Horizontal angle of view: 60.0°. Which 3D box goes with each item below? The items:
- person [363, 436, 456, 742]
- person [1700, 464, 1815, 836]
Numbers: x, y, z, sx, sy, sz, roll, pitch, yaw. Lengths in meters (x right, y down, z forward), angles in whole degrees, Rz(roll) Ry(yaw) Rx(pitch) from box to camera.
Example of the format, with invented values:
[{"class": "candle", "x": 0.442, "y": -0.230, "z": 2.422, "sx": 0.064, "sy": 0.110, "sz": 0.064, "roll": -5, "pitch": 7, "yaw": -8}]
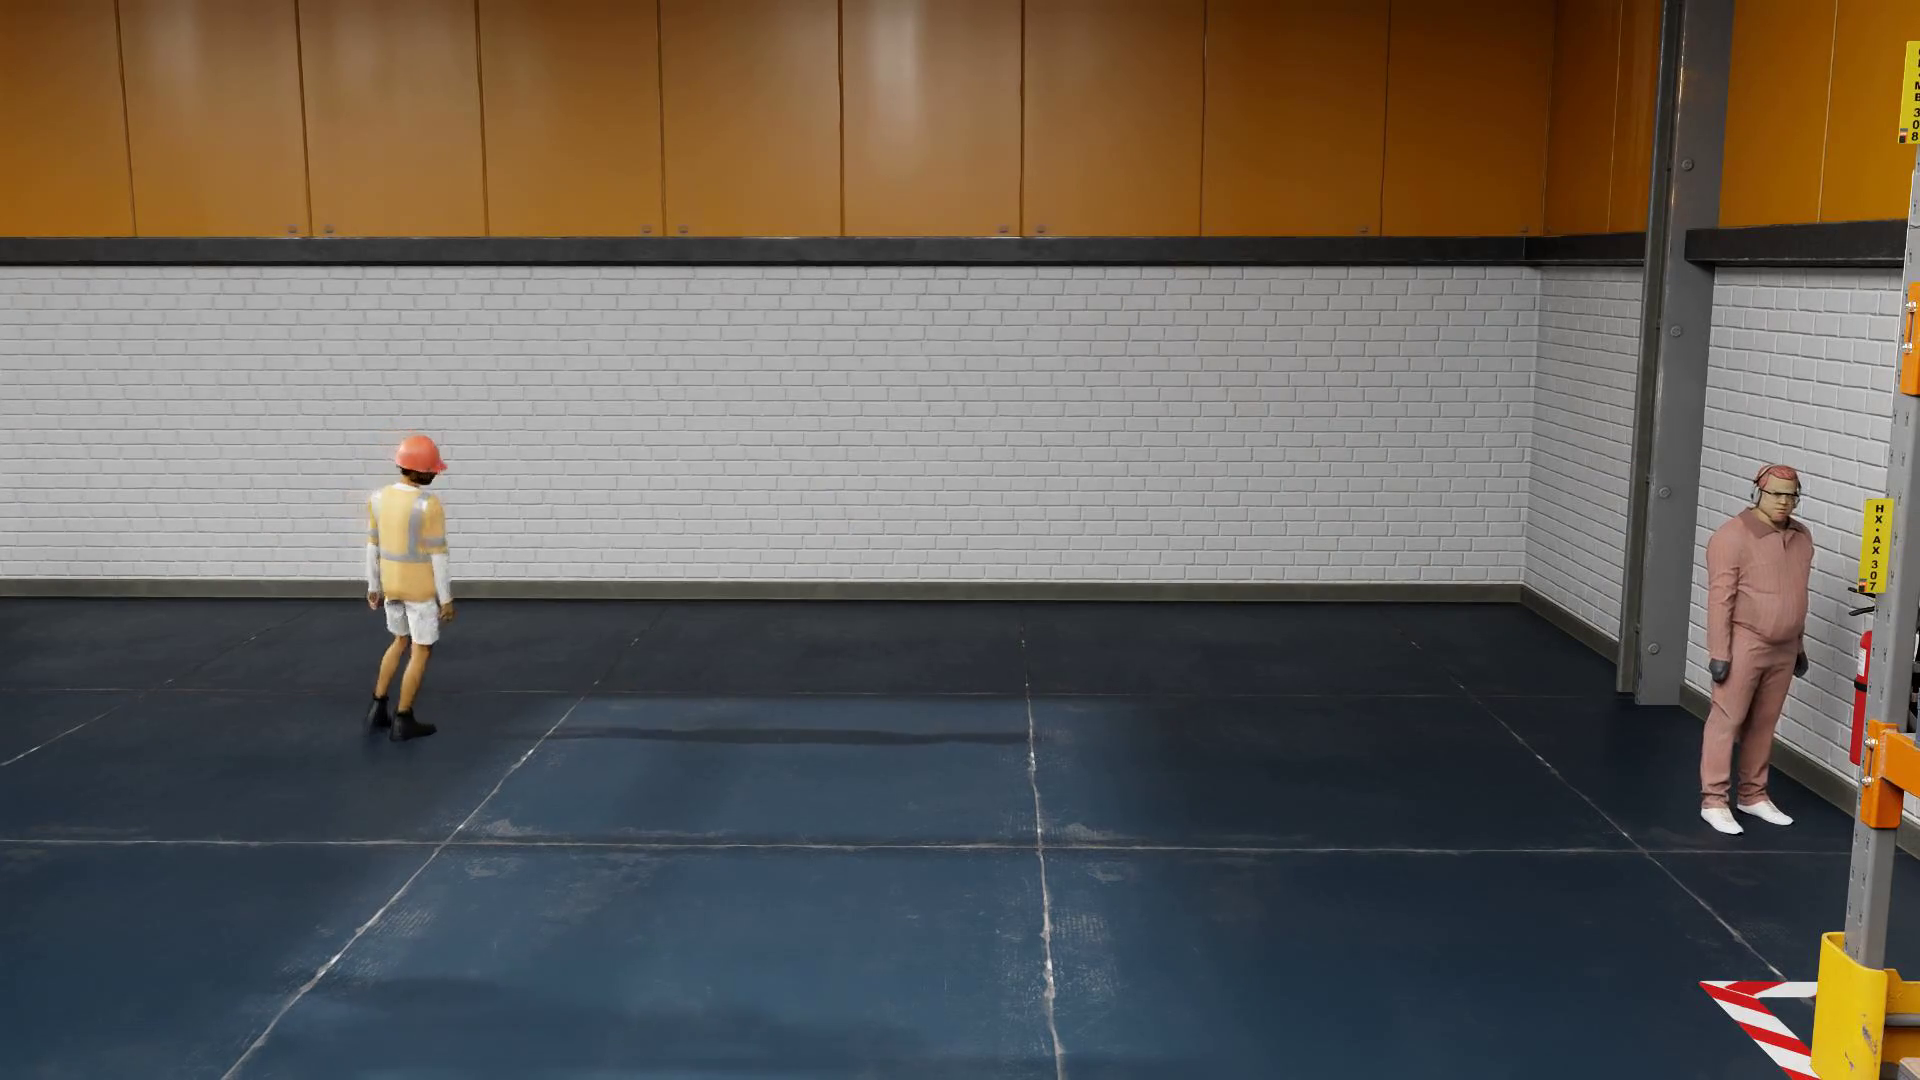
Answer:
[{"class": "person", "x": -3.370, "y": 0.301, "z": 10.154, "sx": 0.655, "sy": 1.889, "sz": 0.395, "roll": 5, "pitch": 11, "yaw": 28}, {"class": "person", "x": 4.128, "y": 0.555, "z": 8.561, "sx": 0.642, "sy": 1.905, "sz": 0.399, "roll": -4, "pitch": 10, "yaw": -22}]
